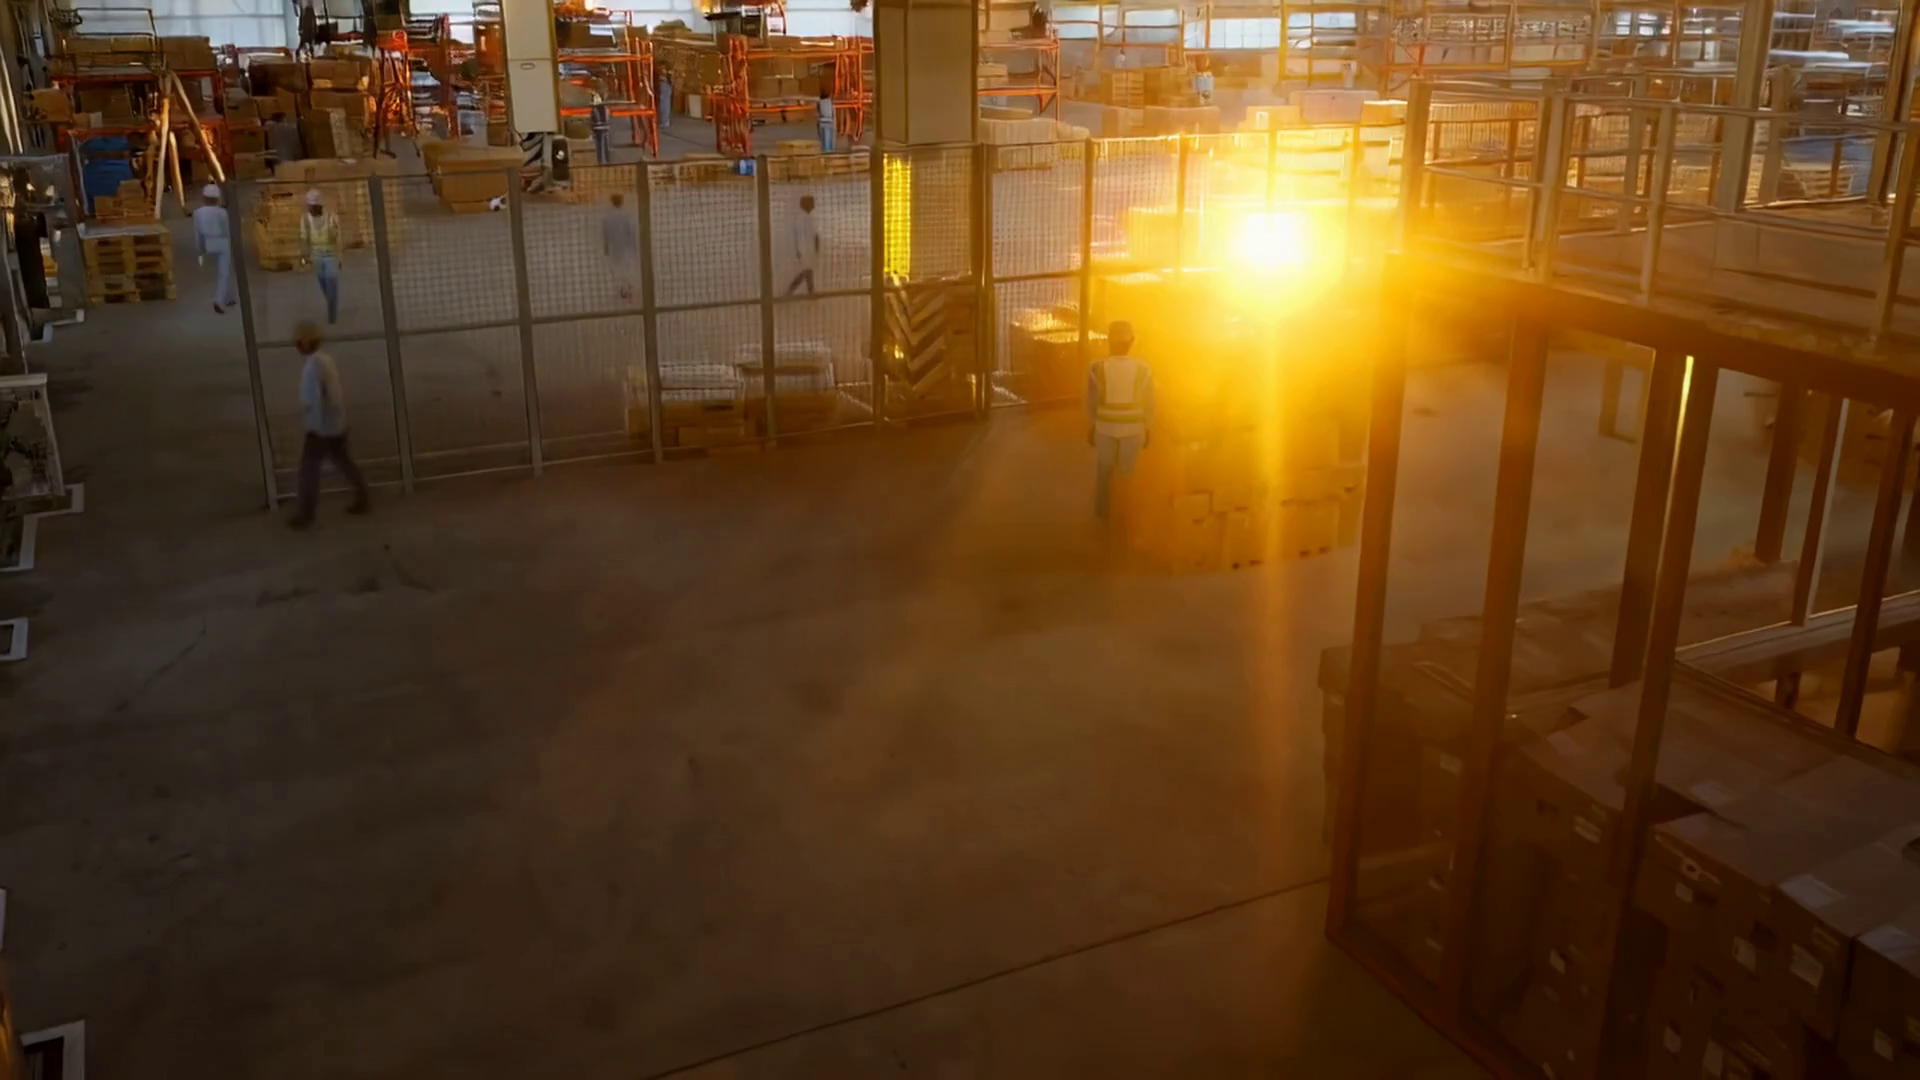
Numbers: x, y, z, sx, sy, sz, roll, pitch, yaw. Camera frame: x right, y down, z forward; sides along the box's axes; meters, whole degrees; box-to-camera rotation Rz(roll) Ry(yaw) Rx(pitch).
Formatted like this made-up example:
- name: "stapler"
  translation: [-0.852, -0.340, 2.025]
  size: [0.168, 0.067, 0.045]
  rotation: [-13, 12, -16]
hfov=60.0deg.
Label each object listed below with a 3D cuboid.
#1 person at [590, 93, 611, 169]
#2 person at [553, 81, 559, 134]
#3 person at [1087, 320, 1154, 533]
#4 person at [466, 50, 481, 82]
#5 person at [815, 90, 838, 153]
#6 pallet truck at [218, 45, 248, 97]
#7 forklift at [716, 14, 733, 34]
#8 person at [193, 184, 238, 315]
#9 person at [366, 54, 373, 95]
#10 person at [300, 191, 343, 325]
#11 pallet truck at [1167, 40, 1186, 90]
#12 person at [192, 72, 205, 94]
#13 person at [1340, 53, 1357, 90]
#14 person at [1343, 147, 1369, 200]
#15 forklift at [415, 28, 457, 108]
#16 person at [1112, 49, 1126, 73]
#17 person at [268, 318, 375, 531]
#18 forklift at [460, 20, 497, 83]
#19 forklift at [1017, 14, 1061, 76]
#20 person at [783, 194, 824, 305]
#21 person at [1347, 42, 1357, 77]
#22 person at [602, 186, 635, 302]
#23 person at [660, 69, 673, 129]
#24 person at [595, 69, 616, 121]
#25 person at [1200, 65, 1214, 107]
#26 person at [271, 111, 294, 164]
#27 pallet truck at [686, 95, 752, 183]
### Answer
- name: "person"
  translation: [-9.129, -10.376, 42.254]
  size: [0.576, 1.883, 0.355]
  rotation: [-18, 26, -42]
- name: "person"
  translation: [-12.593, -13.428, 51.052]
  size: [0.392, 1.926, 0.643]
  rotation: [4, 19, 11]
- name: "person"
  translation: [1.443, -1.012, 15.008]
  size: [0.602, 1.950, 0.380]
  rotation: [1, 19, 4]
- name: "person"
  translation: [-18.647, -17.781, 63.699]
  size: [0.656, 1.891, 1.005]
  rotation: [-17, 25, -40]
- name: "person"
  translation: [-3.536, -10.940, 43.952]
  size: [0.627, 1.844, 0.429]
  rotation: [-7, 20, -19]
- name: "pallet truck"
  translation: [-28.879, -18.665, 66.111]
  size: [0.823, 1.965, 1.885]
  rotation: [-3, 19, -9]
- name: "forklift"
  translation: [-10.943, -23.117, 77.681]
  size: [1.873, 2.768, 1.129]
  rotation: [-17, 25, -40]
- name: "person"
  translation: [-11.026, -4.310, 24.674]
  size: [0.599, 1.893, 0.933]
  rotation: [1, 19, 2]
- name: "person"
  translation: [-23.450, -18.579, 66.432]
  size: [0.523, 1.615, 0.650]
  rotation: [-17, 25, -40]
- name: "person"
  translation: [-9.237, -4.141, 24.176]
  size: [0.535, 1.896, 0.988]
  rotation: [-4, 19, -11]
- name: "pallet truck"
  translation: [9.045, -19.971, 69.895]
  size: [0.823, 1.965, 1.885]
  rotation: [-3, 19, -8]
- name: "person"
  translation: [-30.277, -18.667, 66.261]
  size: [0.556, 1.906, 0.763]
  rotation: [-1, 19, -2]
- name: "person"
  translation: [14.175, -16.769, 60.721]
  size: [0.648, 1.934, 0.469]
  rotation: [8, 20, 21]
- name: "person"
  translation: [7.178, -6.221, 30.254]
  size: [0.538, 1.858, 0.387]
  rotation: [-6, 20, -17]
- name: "forklift"
  translation: [-19.190, -17.109, 60.266]
  size: [1.873, 2.768, 1.129]
  rotation: [-1, 19, -2]
- name: "person"
  translation: [6.579, -19.547, 69.157]
  size: [0.557, 1.656, 0.819]
  rotation: [-4, 19, -10]
- name: "person"
  translation: [-5.873, -1.037, 15.077]
  size: [0.977, 1.946, 0.649]
  rotation: [0, 19, -1]
- name: "forklift"
  translation: [-19.846, -20.244, 69.354]
  size: [1.129, 2.768, 1.873]
  rotation: [13, 23, 33]
- name: "forklift"
  translation: [3.740, -23.246, 78.057]
  size: [1.873, 2.768, 1.129]
  rotation: [5, 20, 14]
- name: "person"
  translation: [-2.408, -4.408, 25.283]
  size: [0.757, 1.673, 0.541]
  rotation: [-14, 23, -35]
- name: "person"
  translation: [16.672, -20.066, 70.320]
  size: [0.968, 1.892, 0.647]
  rotation: [-5, 20, -13]
- name: "person"
  translation: [-5.234, -4.530, 25.497]
  size: [0.555, 1.748, 0.390]
  rotation: [-14, 23, -34]
- name: "person"
  translation: [-9.357, -14.031, 52.929]
  size: [0.339, 1.840, 0.511]
  rotation: [3, 19, 8]
- name: "person"
  translation: [-11.864, -14.783, 55.306]
  size: [0.493, 1.703, 0.884]
  rotation: [-17, 26, -41]
- name: "person"
  translation: [7.852, -14.175, 53.184]
  size: [0.373, 1.939, 0.545]
  rotation: [-9, 21, -25]
- name: "person"
  translation: [-14.518, -8.195, 35.766]
  size: [0.399, 1.989, 0.623]
  rotation: [-2, 19, -5]
- name: "pallet truck"
  translation: [-5.836, -9.608, 39.856]
  size: [0.823, 1.965, 1.885]
  rotation: [10, 22, 27]
